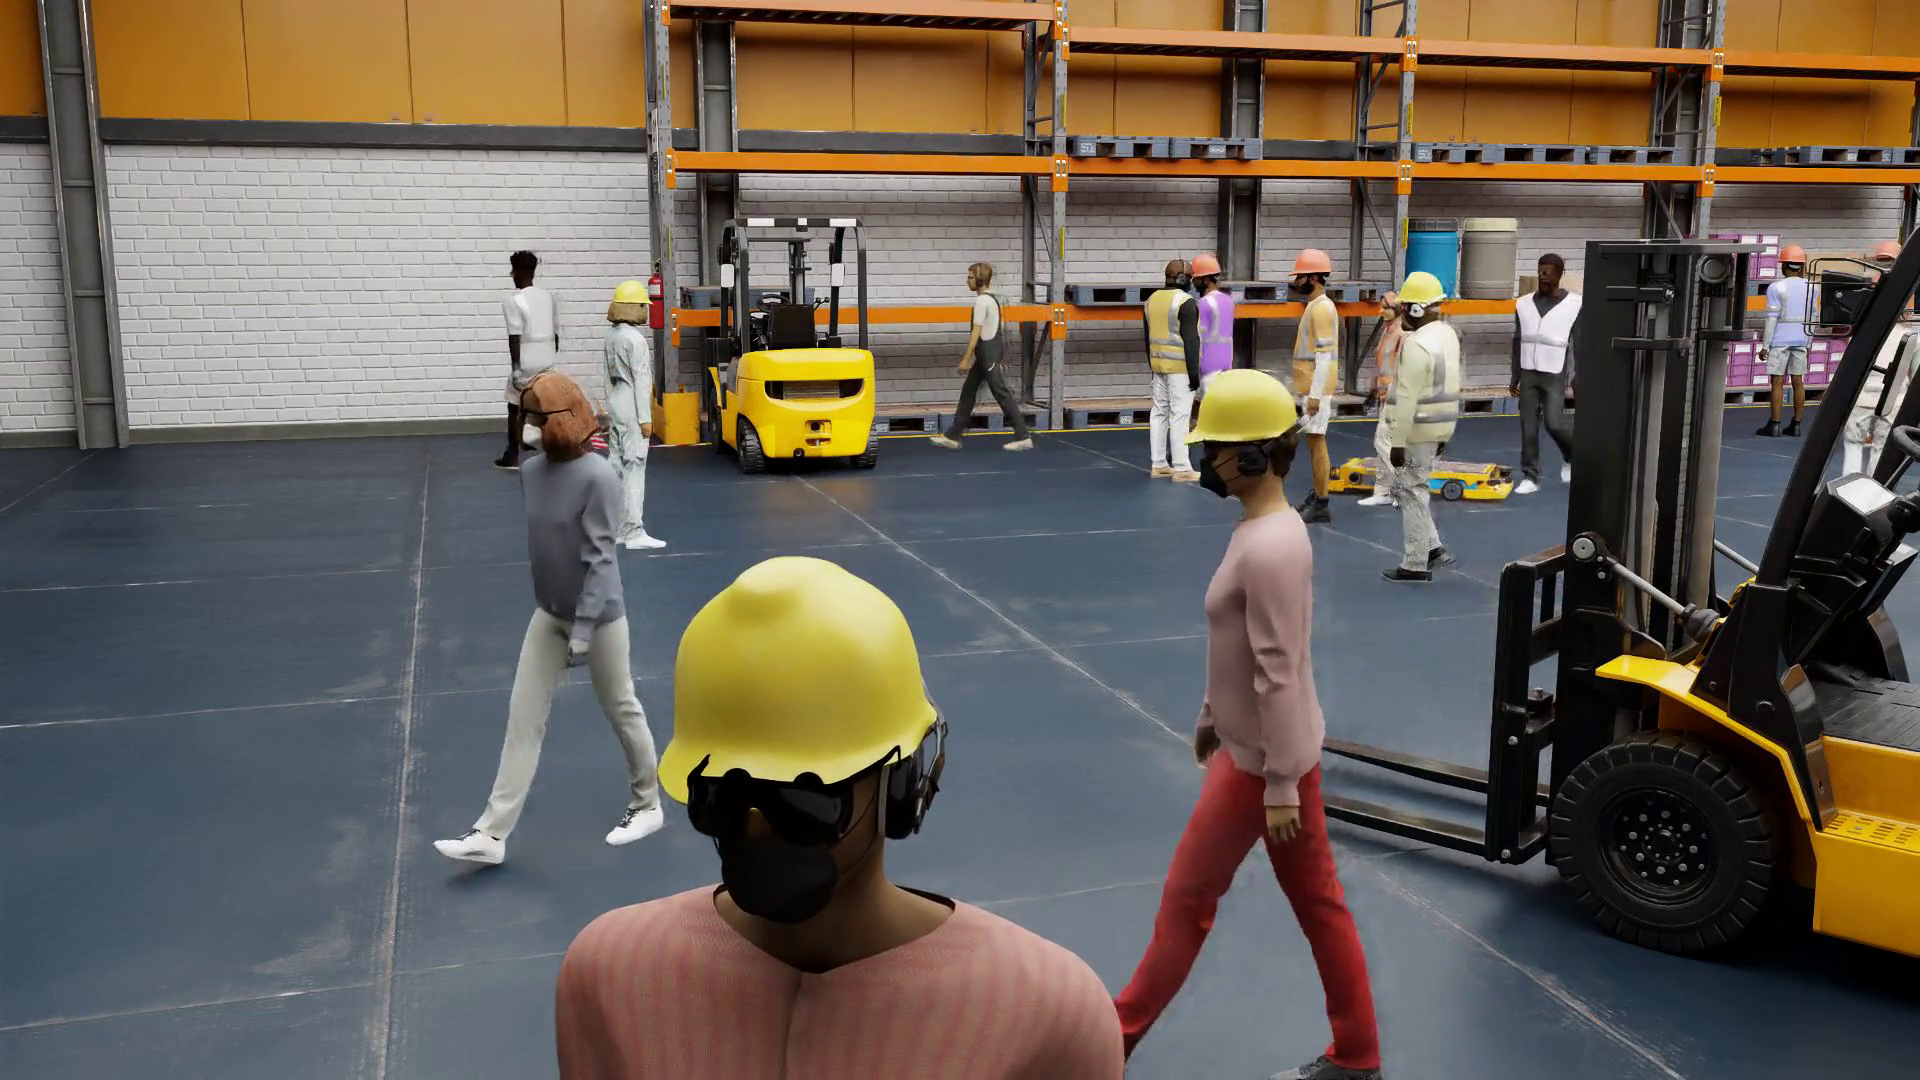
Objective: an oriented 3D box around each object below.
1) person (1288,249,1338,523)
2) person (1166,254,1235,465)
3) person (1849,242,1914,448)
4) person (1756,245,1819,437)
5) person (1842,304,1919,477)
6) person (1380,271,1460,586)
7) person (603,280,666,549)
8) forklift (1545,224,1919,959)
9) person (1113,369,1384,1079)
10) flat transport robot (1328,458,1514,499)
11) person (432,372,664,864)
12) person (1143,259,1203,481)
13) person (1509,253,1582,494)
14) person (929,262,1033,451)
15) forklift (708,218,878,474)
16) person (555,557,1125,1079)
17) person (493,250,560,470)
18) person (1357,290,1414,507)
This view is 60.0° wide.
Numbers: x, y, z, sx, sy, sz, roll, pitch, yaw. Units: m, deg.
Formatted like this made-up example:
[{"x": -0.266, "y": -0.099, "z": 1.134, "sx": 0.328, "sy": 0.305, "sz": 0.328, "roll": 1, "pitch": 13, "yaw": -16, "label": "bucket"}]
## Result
[{"x": 2.489, "y": -1.088, "z": 11.820, "sx": 0.373, "sy": 1.934, "sz": 0.551, "roll": 2, "pitch": 10, "yaw": 10, "label": "person"}, {"x": 2.137, "y": -1.503, "z": 14.284, "sx": 1.014, "sy": 1.879, "sz": 0.550, "roll": 7, "pitch": 12, "yaw": 33, "label": "person"}, {"x": 8.888, "y": -1.872, "z": 16.031, "sx": 0.679, "sy": 1.961, "sz": 0.637, "roll": -7, "pitch": 13, "yaw": -34, "label": "person"}, {"x": 8.370, "y": -2.007, "z": 16.853, "sx": 0.542, "sy": 1.939, "sz": 0.363, "roll": -1, "pitch": 10, "yaw": -7, "label": "person"}, {"x": 6.622, "y": -0.969, "z": 11.998, "sx": 0.540, "sy": 1.622, "sz": 0.419, "roll": 6, "pitch": 12, "yaw": 29, "label": "person"}, {"x": 2.649, "y": -0.633, "z": 9.635, "sx": 0.426, "sy": 1.821, "sz": 0.617, "roll": 7, "pitch": 12, "yaw": 33, "label": "person"}, {"x": -2.140, "y": -0.816, "z": 10.870, "sx": 0.325, "sy": 1.740, "sz": 0.492, "roll": -8, "pitch": 13, "yaw": -36, "label": "person"}, {"x": 2.909, "y": 0.117, "z": 4.508, "sx": 2.313, "sy": 2.155, "sz": 1.214, "roll": 9, "pitch": 14, "yaw": 40, "label": "forklift"}, {"x": 0.600, "y": 0.471, "z": 3.847, "sx": 0.891, "sy": 1.717, "sz": 0.554, "roll": 2, "pitch": 11, "yaw": 13, "label": "person"}, {"x": 3.609, "y": -0.499, "z": 13.163, "sx": 1.431, "sy": 0.197, "sz": 0.652, "roll": 4, "pitch": 11, "yaw": 23, "label": "flat transport robot"}, {"x": -1.299, "y": 0.267, "z": 5.348, "sx": 0.507, "sy": 1.590, "sz": 0.830, "roll": 8, "pitch": 13, "yaw": 37, "label": "person"}, {"x": 1.798, "y": -1.409, "z": 13.861, "sx": 0.429, "sy": 1.838, "sz": 0.622, "roll": -6, "pitch": 12, "yaw": -30, "label": "person"}, {"x": 4.685, "y": -1.323, "z": 13.222, "sx": 0.667, "sy": 1.901, "sz": 0.595, "roll": -10, "pitch": 14, "yaw": -43, "label": "person"}, {"x": 0.242, "y": -1.726, "z": 15.765, "sx": 1.017, "sy": 1.792, "sz": 0.510, "roll": 1, "pitch": 10, "yaw": 5, "label": "person"}, {"x": -1.522, "y": -1.778, "z": 14.899, "sx": 1.214, "sy": 2.155, "sz": 2.313, "roll": -3, "pitch": 11, "yaw": -17, "label": "forklift"}, {"x": -0.121, "y": 0.881, "z": 1.495, "sx": 0.534, "sy": 1.767, "sz": 0.319, "roll": 2, "pitch": 11, "yaw": 10, "label": "person"}, {"x": -3.627, "y": -1.528, "z": 14.310, "sx": 1.001, "sy": 1.921, "sz": 0.613, "roll": 7, "pitch": 12, "yaw": 34, "label": "person"}, {"x": 3.222, "y": -1.045, "z": 12.424, "sx": 0.359, "sy": 1.634, "sz": 0.537, "roll": 0, "pitch": 10, "yaw": 1, "label": "person"}]
